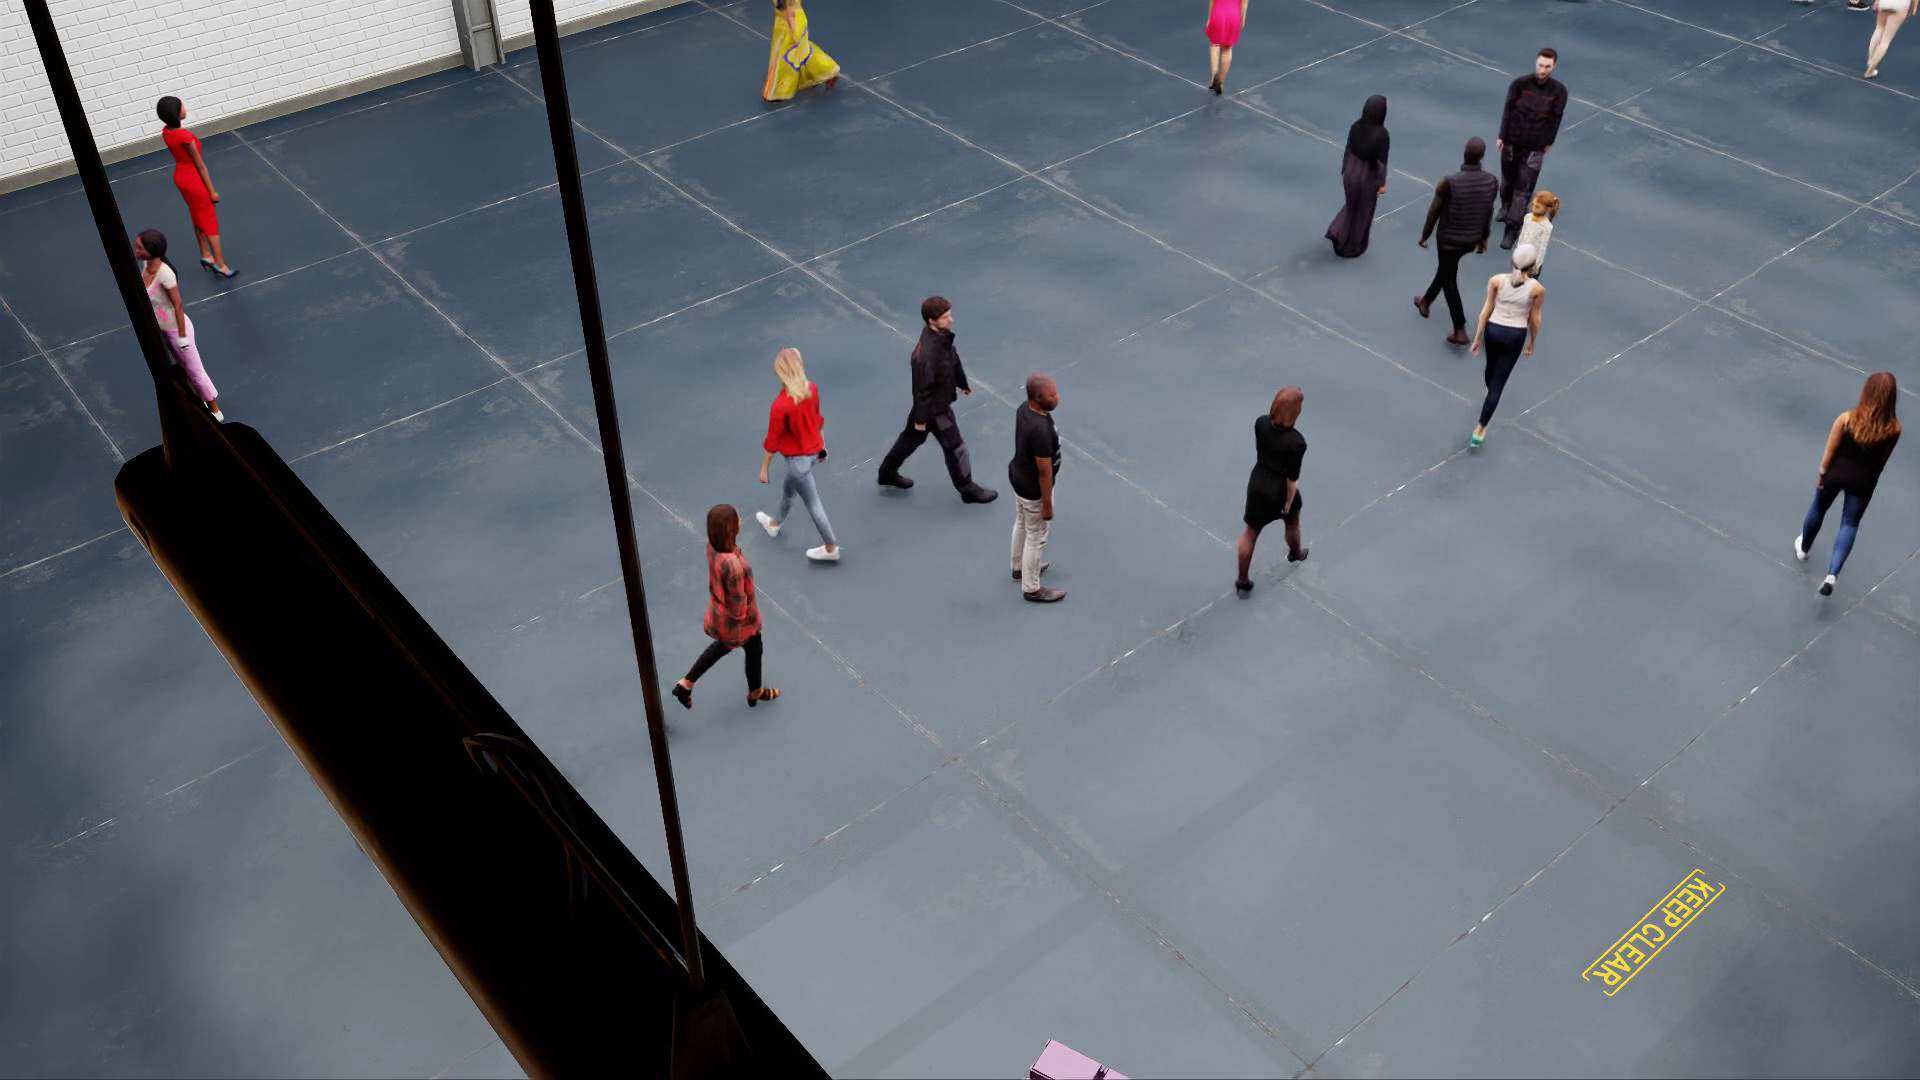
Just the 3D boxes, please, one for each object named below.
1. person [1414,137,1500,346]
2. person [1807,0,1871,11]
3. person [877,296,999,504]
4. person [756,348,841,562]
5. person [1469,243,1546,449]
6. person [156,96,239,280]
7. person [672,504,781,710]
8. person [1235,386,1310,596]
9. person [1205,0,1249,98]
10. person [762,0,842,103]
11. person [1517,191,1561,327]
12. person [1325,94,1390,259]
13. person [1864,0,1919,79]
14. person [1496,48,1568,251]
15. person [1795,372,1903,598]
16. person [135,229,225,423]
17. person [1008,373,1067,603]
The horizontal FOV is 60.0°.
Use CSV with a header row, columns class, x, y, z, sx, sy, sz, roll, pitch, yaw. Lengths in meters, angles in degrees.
class,x,y,z,sx,sy,sz,roll,pitch,yaw
person,4.306,-2.526,14.321,1.221,1.795,1.122,-9,40,-11
person,10.874,-7.381,20.525,1.006,1.639,1.140,16,41,19
person,-0.296,-1.029,12.447,1.282,1.795,1.211,2,39,3
person,-1.072,-0.547,11.962,0.989,1.647,1.063,17,42,20
person,4.285,-1.506,13.161,0.951,1.649,1.275,18,42,21
person,-7.021,-3.227,15.242,0.611,1.741,0.572,26,45,28
person,-1.524,0.495,10.628,0.999,1.683,0.719,-19,42,-22
person,2.122,-0.300,11.627,0.643,1.679,0.960,31,48,33
person,2.935,-5.724,18.388,0.734,1.718,0.789,5,39,6
person,-1.786,-5.627,18.336,1.254,1.632,1.159,0,39,0
person,5.025,-2.468,14.634,0.538,1.314,0.508,-16,41,-20
person,3.709,-3.379,15.541,0.818,1.605,0.697,-18,42,-21
person,10.543,-6.028,18.841,0.707,1.627,0.573,-29,47,-31
person,5.379,-3.790,15.844,0.966,1.870,1.296,20,43,23
person,6.262,-0.377,11.710,0.830,1.696,1.080,17,42,20
person,-6.283,-1.694,13.326,0.585,1.737,0.539,32,48,33
person,0.510,-0.381,11.629,0.749,1.803,0.747,-9,40,-12
